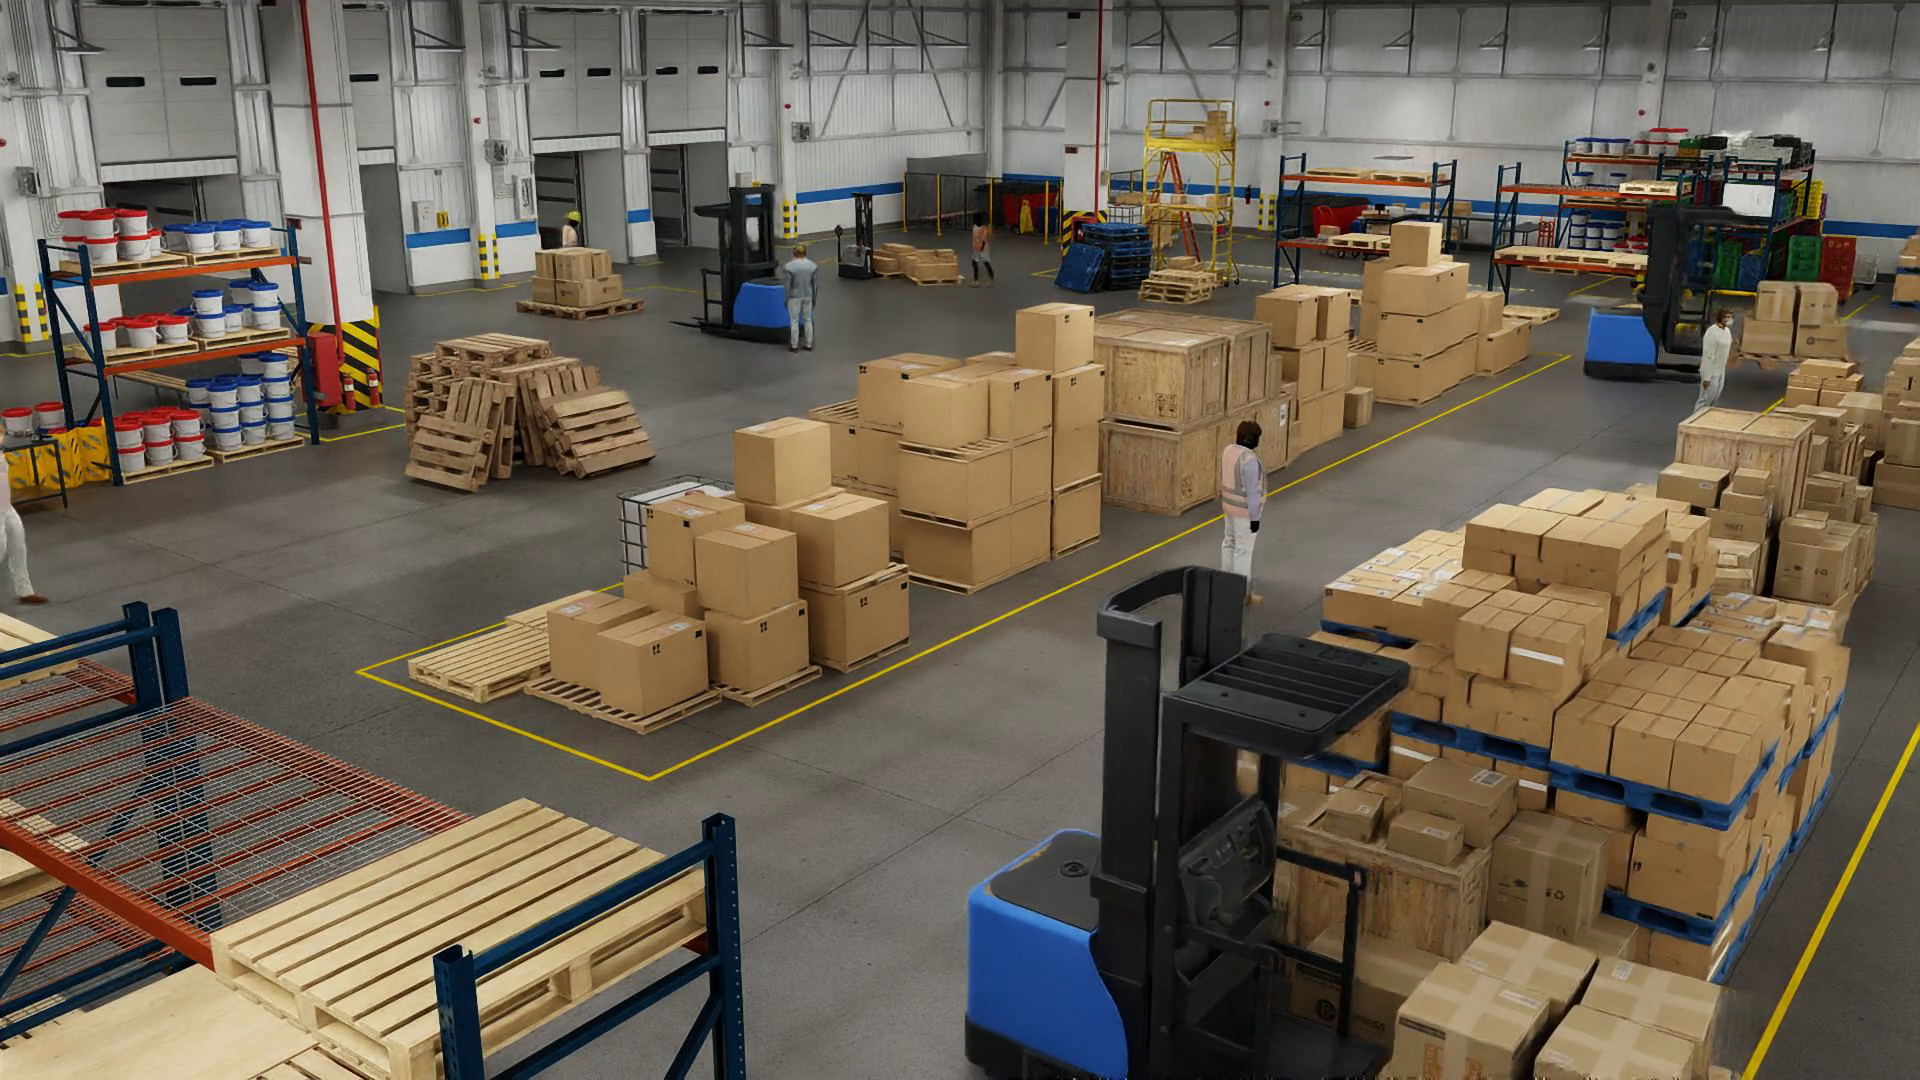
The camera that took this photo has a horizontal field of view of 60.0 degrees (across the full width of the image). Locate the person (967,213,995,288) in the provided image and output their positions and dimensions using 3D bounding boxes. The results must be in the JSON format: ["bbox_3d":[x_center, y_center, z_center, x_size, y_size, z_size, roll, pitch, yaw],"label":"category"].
[{"bbox_3d":[0.510,-6.519,37.440,0.708,1.657,0.628,-13,21,-36],"label":"person"}]

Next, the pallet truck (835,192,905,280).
[{"bbox_3d":[-1.936,-7.159,38.982,1.885,1.965,0.823,-12,21,-34],"label":"pallet truck"}]

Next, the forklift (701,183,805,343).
[{"bbox_3d":[-3.823,-5.204,31.005,1.873,2.768,1.129,12,21,35],"label":"forklift"}]

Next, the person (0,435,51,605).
[{"bbox_3d":[-9.491,-0.237,16.218,0.794,1.915,0.633,-1,17,-3],"label":"person"}]

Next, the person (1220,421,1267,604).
[{"bbox_3d":[2.809,-0.280,16.482,0.429,1.838,0.621,-6,18,-18],"label":"person"}]

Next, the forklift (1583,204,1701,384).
[{"bbox_3d":[11.350,-4.063,27.226,1.873,2.768,1.129,6,18,19],"label":"forklift"}]

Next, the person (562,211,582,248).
[{"bbox_3d":[-8.332,-6.112,35.684,0.487,1.890,0.625,-8,19,-26],"label":"person"}]

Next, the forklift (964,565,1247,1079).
[{"bbox_3d":[1.045,1.575,8.559,1.873,2.768,1.129,12,21,35],"label":"forklift"}]

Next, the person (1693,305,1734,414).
[{"bbox_3d":[10.372,-2.270,22.895,0.353,1.937,0.635,15,22,40],"label":"person"}]

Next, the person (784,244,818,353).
[{"bbox_3d":[-2.834,-4.309,29.677,0.636,1.928,0.380,-8,19,-25],"label":"person"}]
